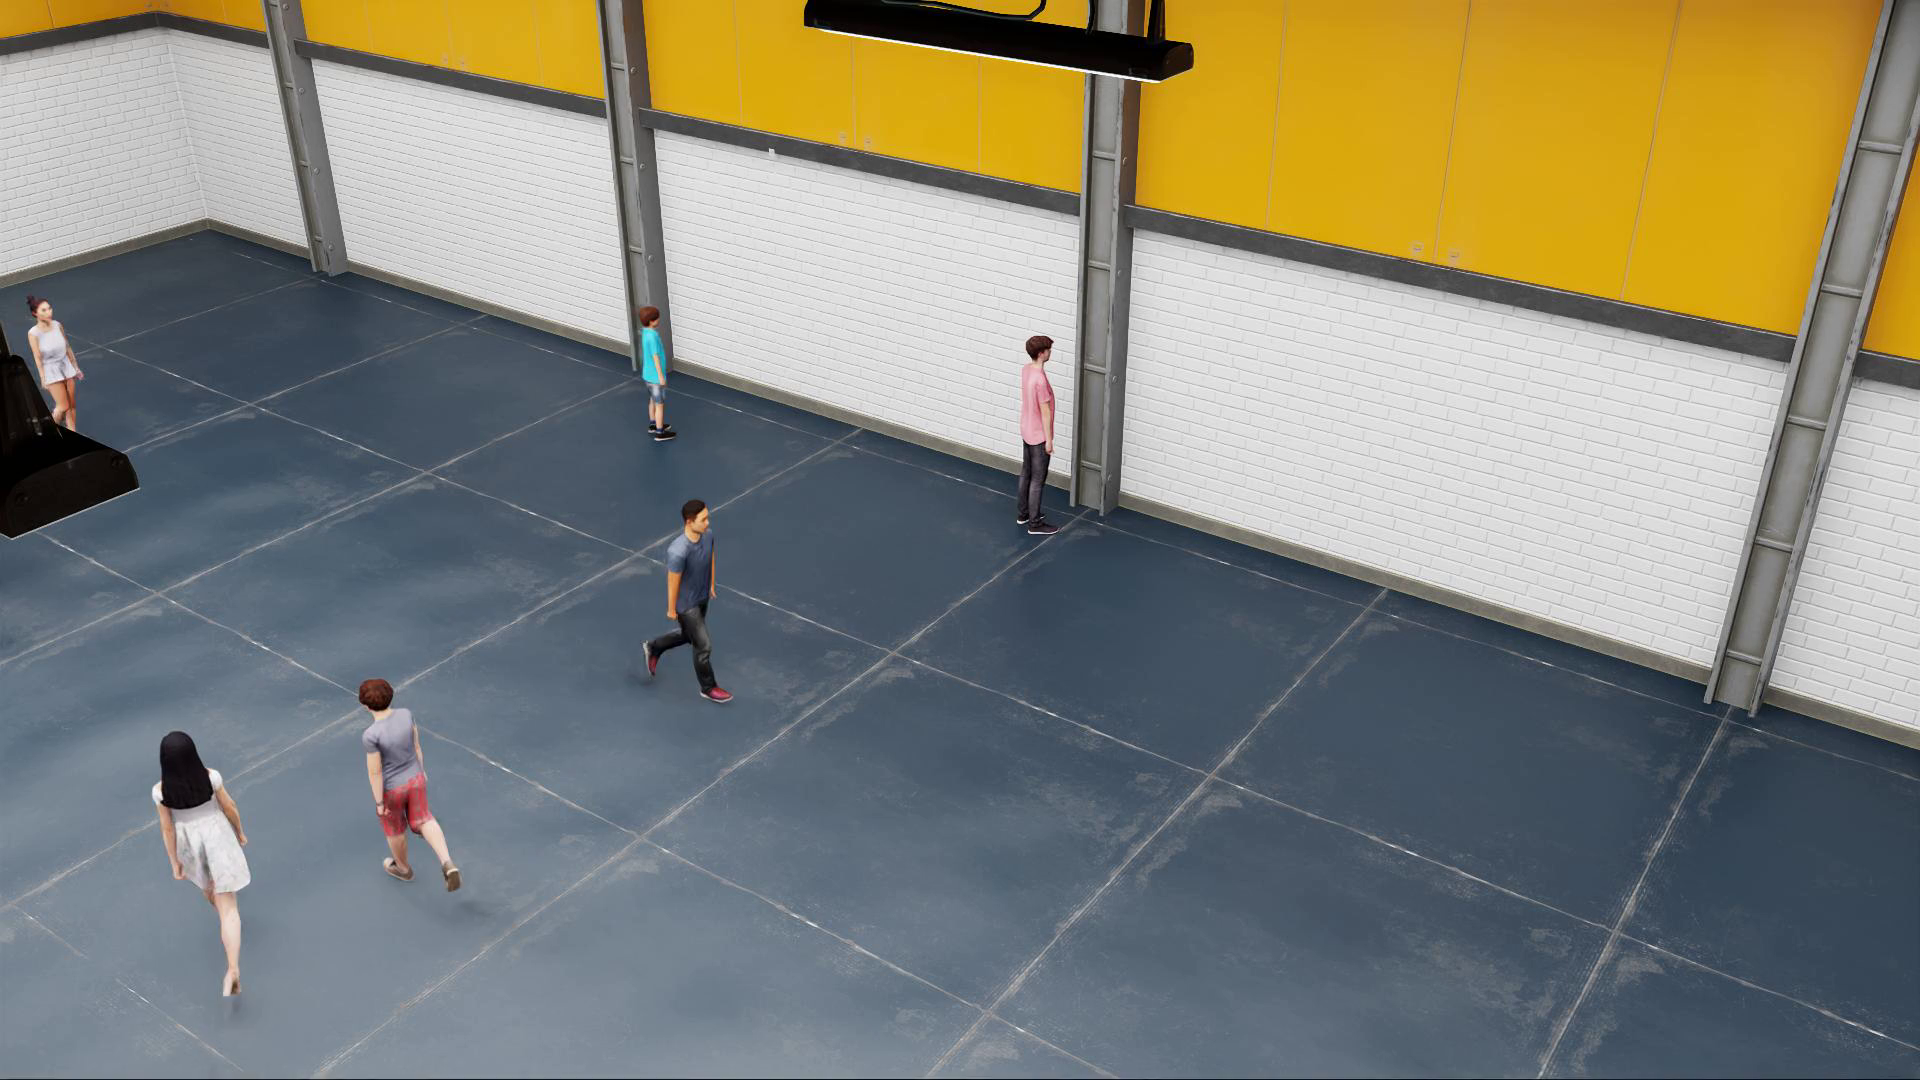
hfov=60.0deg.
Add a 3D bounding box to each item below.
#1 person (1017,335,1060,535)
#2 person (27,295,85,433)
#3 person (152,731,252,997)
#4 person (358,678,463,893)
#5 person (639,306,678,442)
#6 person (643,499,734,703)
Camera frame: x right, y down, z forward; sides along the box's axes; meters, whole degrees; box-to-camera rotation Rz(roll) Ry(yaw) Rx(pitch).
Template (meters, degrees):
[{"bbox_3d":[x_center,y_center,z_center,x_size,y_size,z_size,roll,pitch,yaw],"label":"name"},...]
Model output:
[{"bbox_3d":[0.707,-0.997,15.580,0.775,1.958,0.667,-11,30,-19],"label":"person"},{"bbox_3d":[-9.503,-1.773,17.375,0.647,1.601,0.640,8,30,14],"label":"person"},{"bbox_3d":[-4.643,2.016,10.298,1.039,1.727,1.269,-10,30,-18],"label":"person"},{"bbox_3d":[-3.652,1.666,11.043,1.011,1.628,0.643,22,36,35],"label":"person"},{"bbox_3d":[-3.249,-1.774,17.539,0.672,1.446,0.584,-10,30,-18],"label":"person"},{"bbox_3d":[-2.225,0.466,13.103,1.142,1.761,0.812,12,31,22],"label":"person"}]
